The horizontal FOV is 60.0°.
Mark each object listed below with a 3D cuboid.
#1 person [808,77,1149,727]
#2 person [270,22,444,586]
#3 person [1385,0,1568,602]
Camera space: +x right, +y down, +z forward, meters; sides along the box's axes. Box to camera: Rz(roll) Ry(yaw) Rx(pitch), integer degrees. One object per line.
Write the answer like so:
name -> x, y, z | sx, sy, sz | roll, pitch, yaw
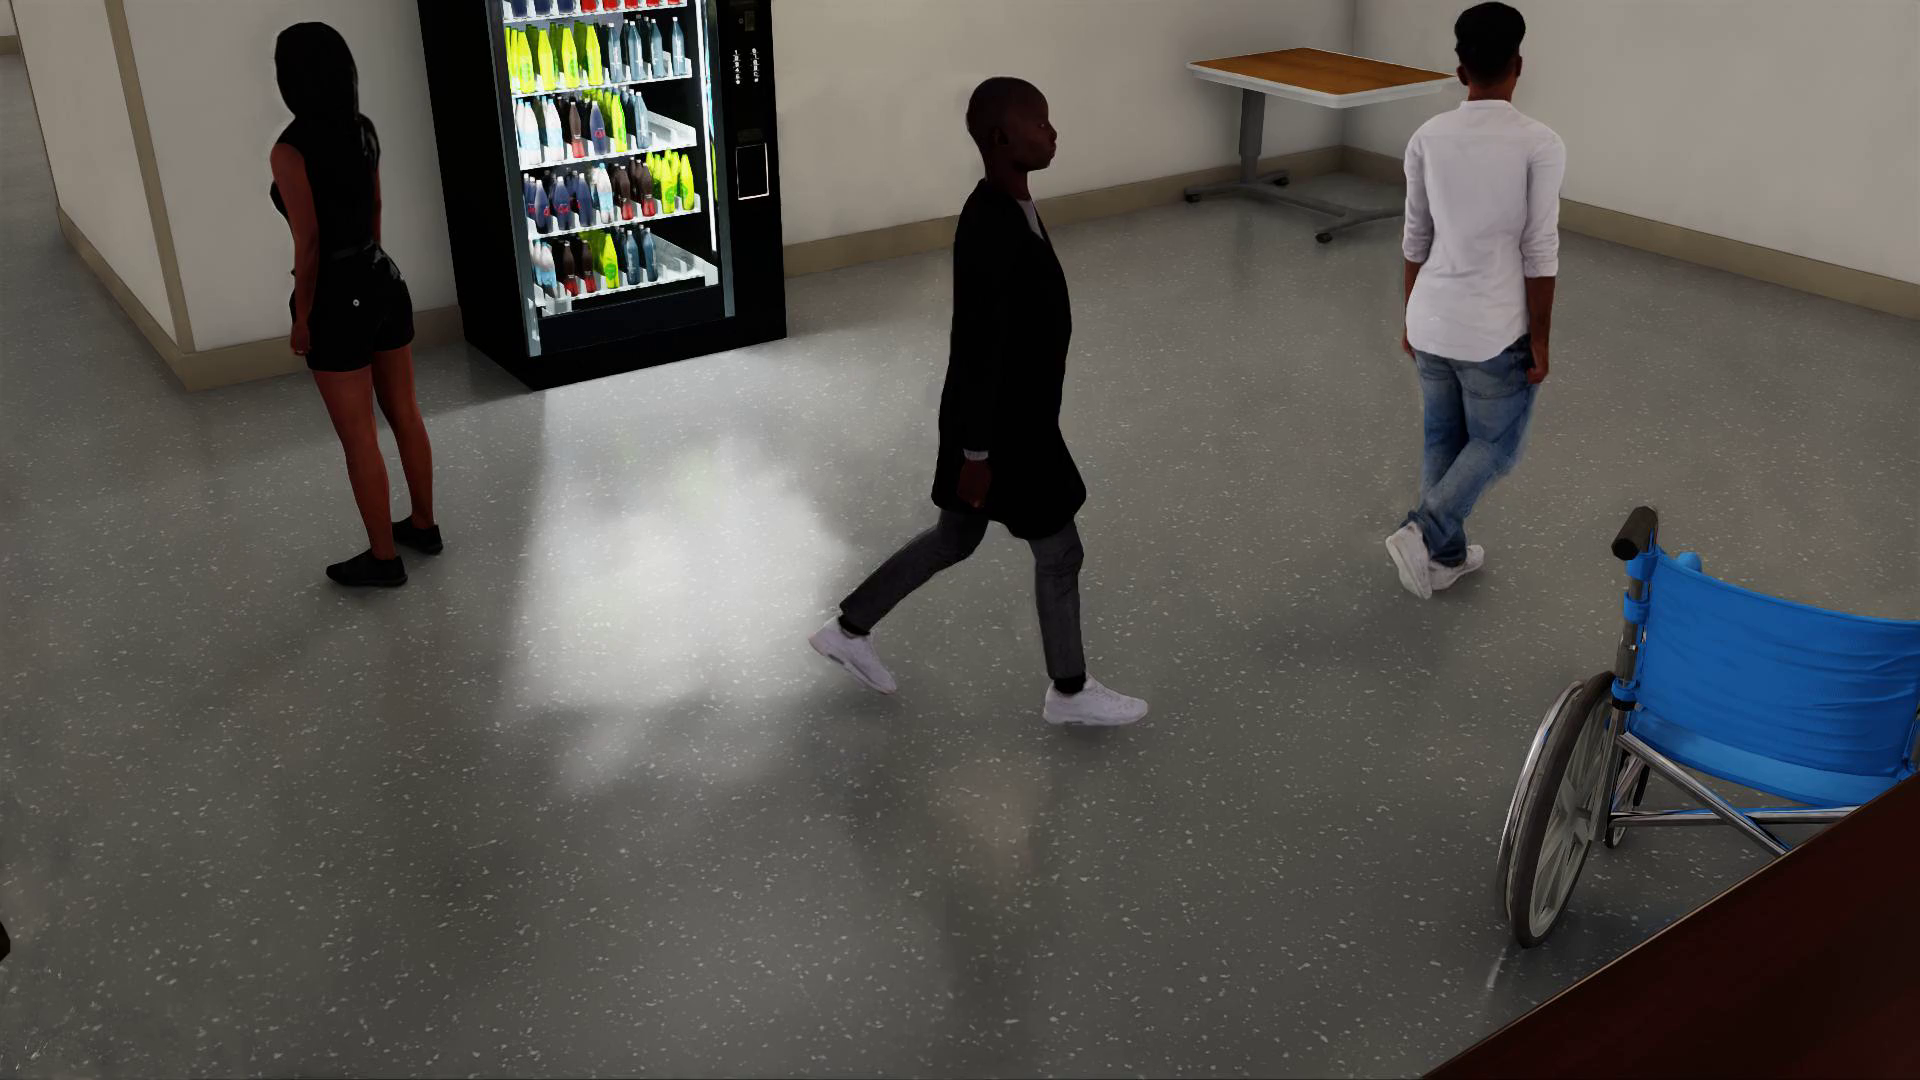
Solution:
person -> -0.002, -0.285, 4.288 | 1.252, 1.724, 1.110 | 1, 26, 2
person -> -1.874, -0.701, 5.132 | 0.738, 1.740, 0.656 | 7, 27, 14
person -> 1.474, -0.631, 4.933 | 0.928, 1.787, 0.767 | -22, 34, -38
